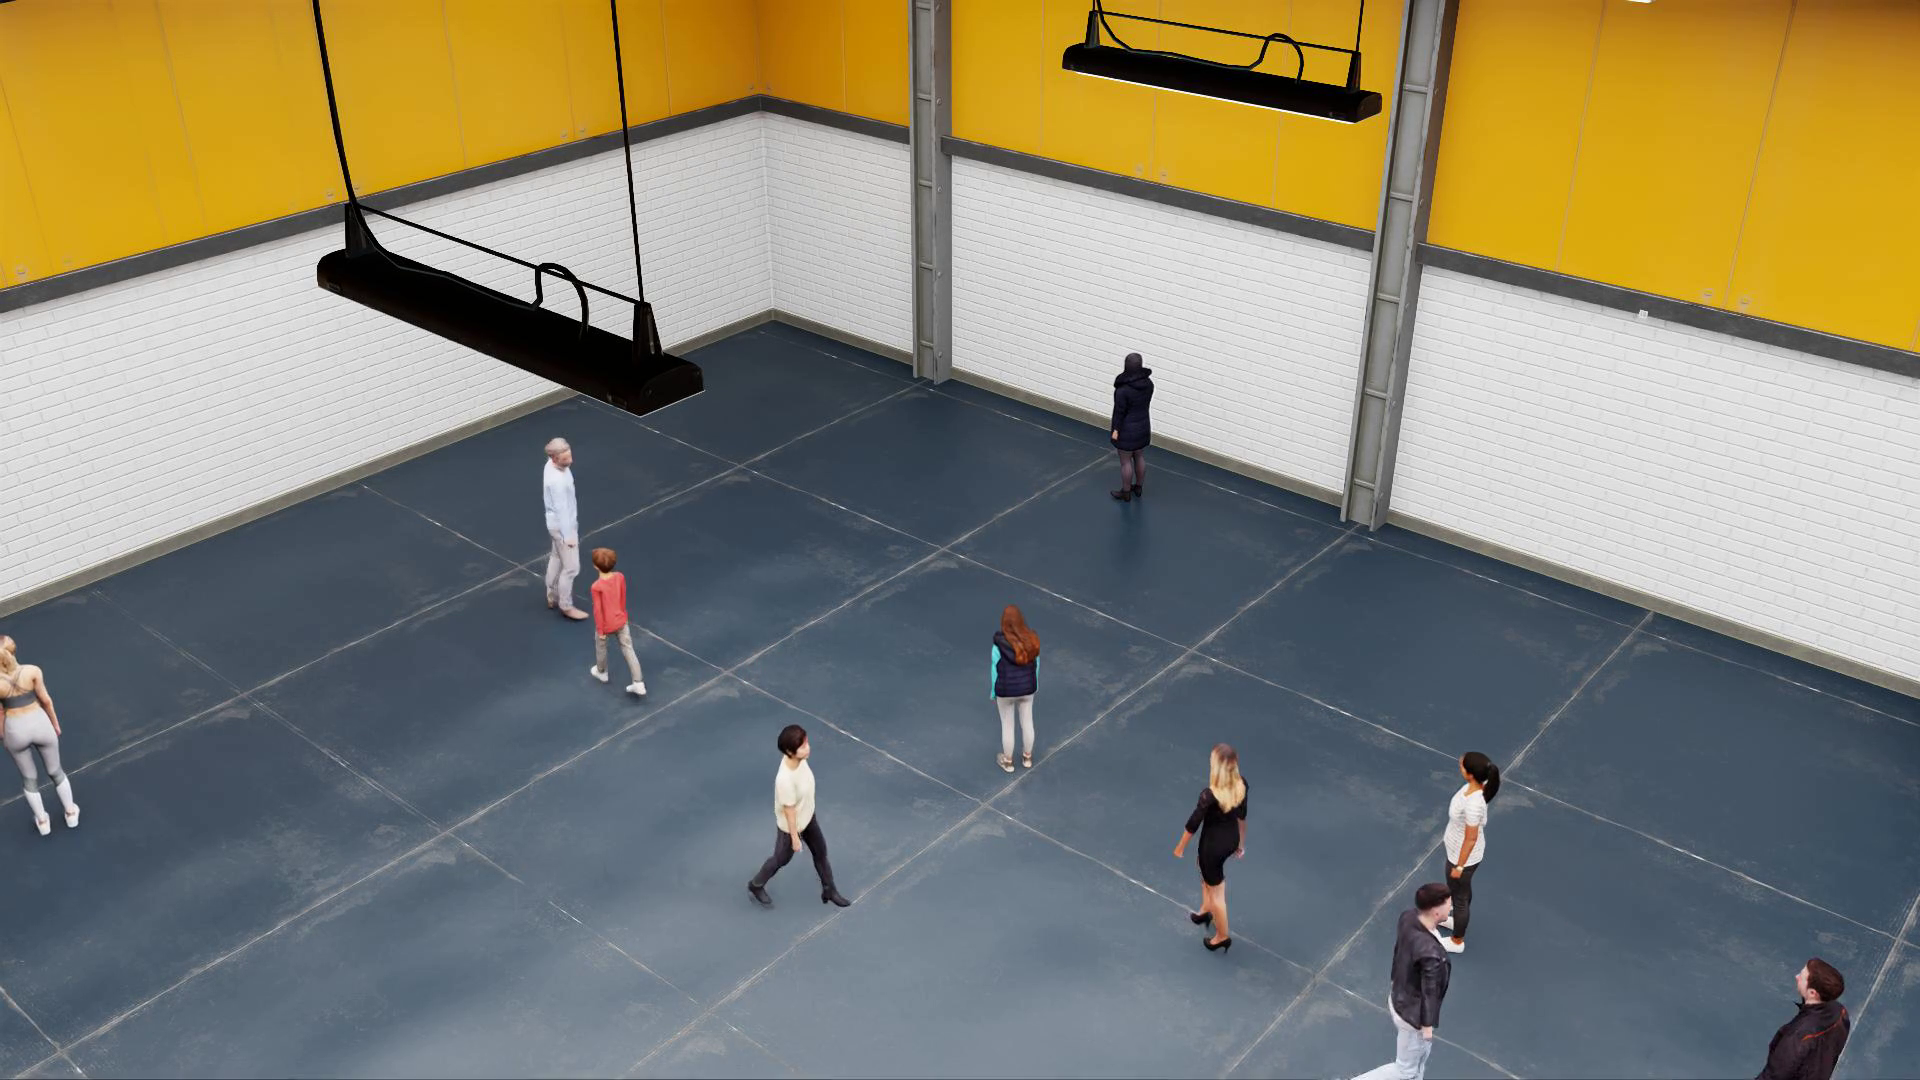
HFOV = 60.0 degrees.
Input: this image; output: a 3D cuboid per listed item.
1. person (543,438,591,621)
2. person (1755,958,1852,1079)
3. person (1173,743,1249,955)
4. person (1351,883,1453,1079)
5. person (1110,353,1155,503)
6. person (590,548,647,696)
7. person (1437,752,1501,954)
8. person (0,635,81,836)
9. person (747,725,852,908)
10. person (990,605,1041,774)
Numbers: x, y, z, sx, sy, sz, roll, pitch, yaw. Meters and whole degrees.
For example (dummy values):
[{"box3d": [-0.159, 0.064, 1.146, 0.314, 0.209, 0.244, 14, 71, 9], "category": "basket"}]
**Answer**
[{"box3d": [-3.732, -0.128, 15.438, 0.985, 1.860, 0.859, -11, 30, -19], "category": "person"}, {"box3d": [4.714, 3.198, 9.341, 0.880, 1.860, 1.240, -21, 35, -33], "category": "person"}, {"box3d": [1.838, 2.171, 11.434, 0.679, 1.658, 0.618, 26, 38, 38], "category": "person"}, {"box3d": [2.655, 2.841, 10.049, 1.140, 1.809, 1.061, 0, 29, 1], "category": "person"}, {"box3d": [1.817, -1.206, 17.608, 0.712, 1.675, 0.692, -22, 36, -35], "category": "person"}, {"box3d": [-2.956, 0.730, 14.362, 0.942, 1.384, 0.578, 25, 37, 38], "category": "person"}, {"box3d": [3.501, 2.143, 11.503, 0.613, 1.642, 0.626, 11, 31, 20], "category": "person"}, {"box3d": [-7.082, 1.480, 12.655, 0.601, 1.702, 0.593, -17, 33, -28], "category": "person"}, {"box3d": [-1.242, 2.007, 11.847, 1.091, 1.552, 0.893, 6, 29, 11], "category": "person"}, {"box3d": [0.449, 1.193, 13.392, 0.678, 1.500, 0.721, -8, 30, -15], "category": "person"}]
